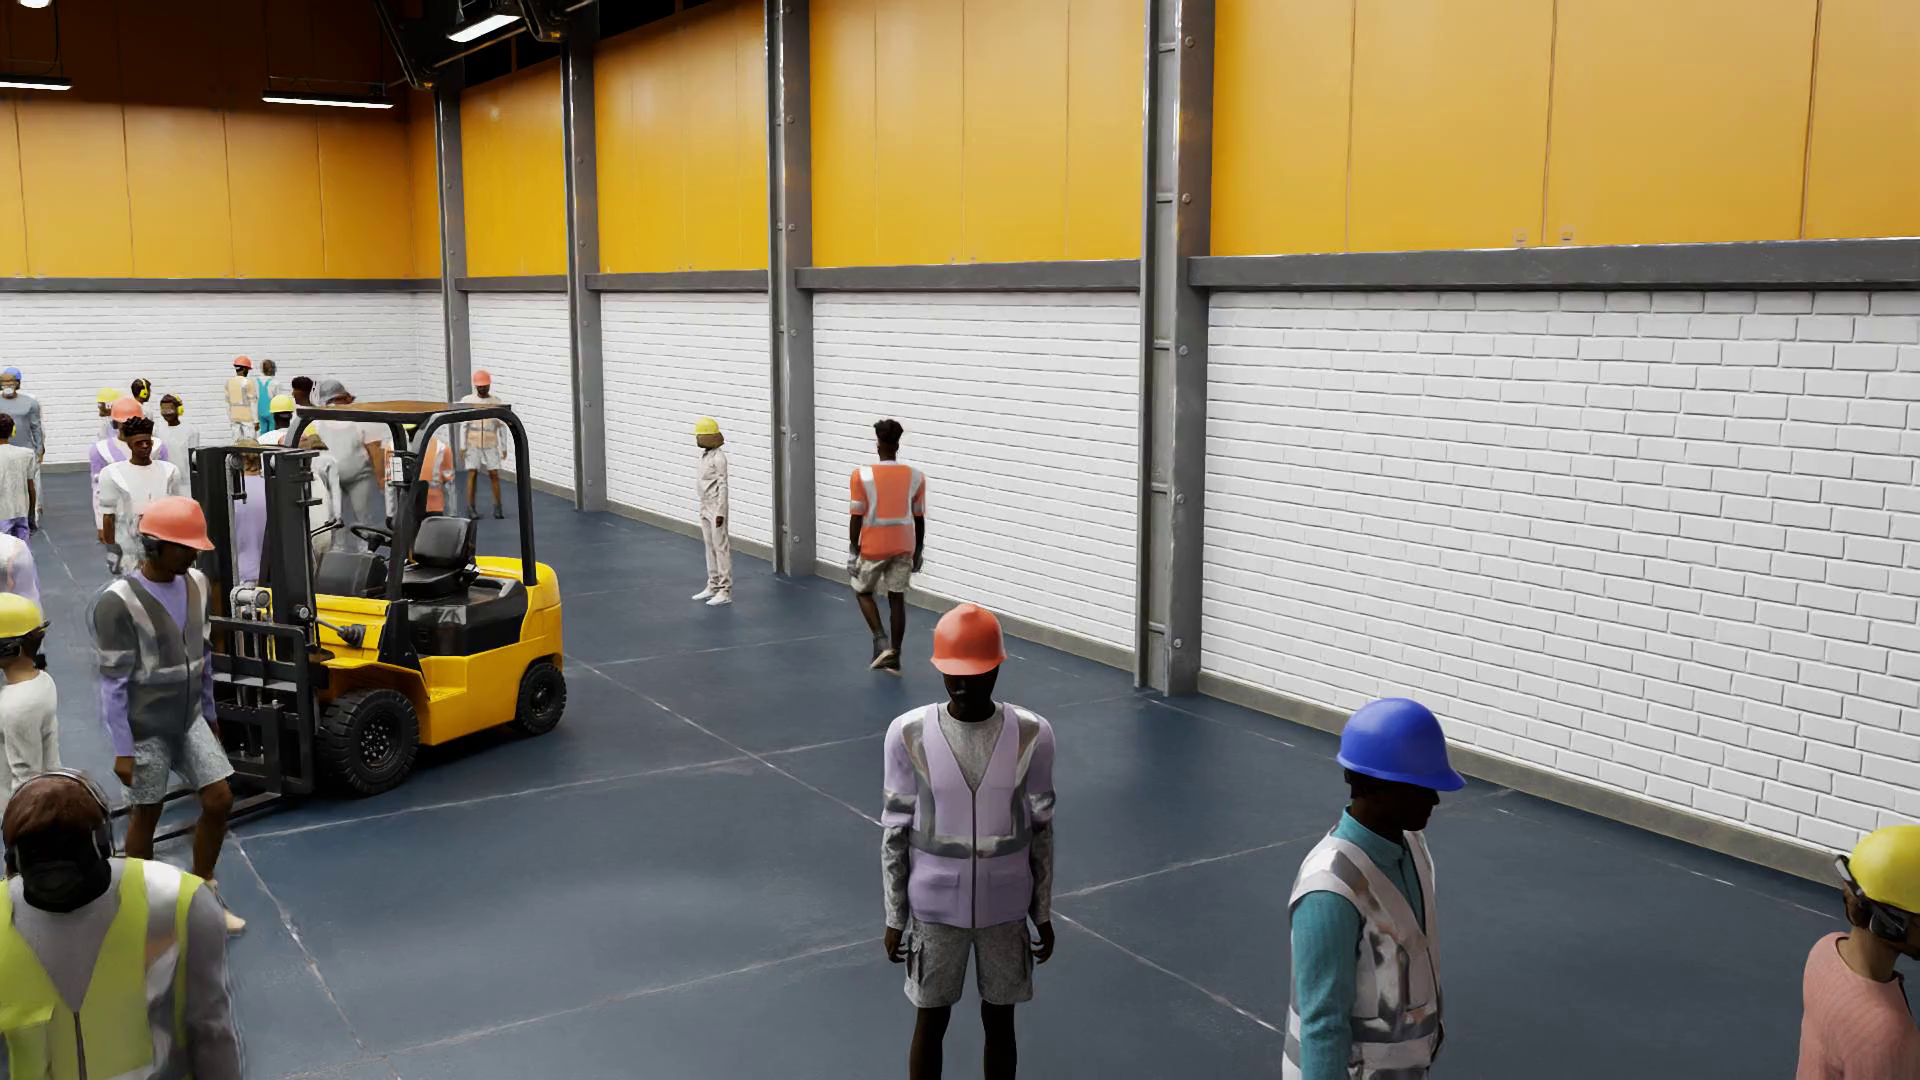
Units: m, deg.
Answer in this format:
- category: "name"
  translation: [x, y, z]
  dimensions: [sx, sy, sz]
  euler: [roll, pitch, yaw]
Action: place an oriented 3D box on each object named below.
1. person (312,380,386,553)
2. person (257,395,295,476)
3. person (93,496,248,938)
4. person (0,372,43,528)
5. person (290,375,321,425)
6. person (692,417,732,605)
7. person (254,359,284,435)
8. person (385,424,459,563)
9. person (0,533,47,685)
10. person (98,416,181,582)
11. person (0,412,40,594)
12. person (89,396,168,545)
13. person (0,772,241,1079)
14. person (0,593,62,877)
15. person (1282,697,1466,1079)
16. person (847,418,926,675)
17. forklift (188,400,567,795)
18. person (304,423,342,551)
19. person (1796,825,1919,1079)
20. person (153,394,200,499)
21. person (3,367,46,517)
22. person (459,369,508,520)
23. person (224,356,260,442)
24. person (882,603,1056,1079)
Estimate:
- category: "person"
  translation: [-6.357, -0.688, 17.239]
  dimensions: [0.794, 2.000, 0.714]
  euler: [0, 8, 0]
- category: "person"
  translation: [-6.375, -0.415, 15.780]
  dimensions: [0.382, 1.924, 0.594]
  euler: [7, 11, 38]
- category: "person"
  translation: [-3.434, 0.806, 7.275]
  dimensions: [0.687, 2.001, 0.662]
  euler: [3, 9, 19]
- category: "person"
  translation: [-11.529, -1.080, 20.277]
  dimensions: [0.634, 1.930, 0.384]
  euler: [-5, 10, -30]
- category: "person"
  translation: [-7.434, -0.885, 18.849]
  dimensions: [0.505, 1.951, 0.633]
  euler: [2, 9, 16]
- category: "person"
  translation: [-2.311, -0.271, 15.439]
  dimensions: [0.312, 1.741, 0.487]
  euler: [-5, 10, -29]
- category: "person"
  translation: [-10.934, -1.930, 26.360]
  dimensions: [0.546, 1.839, 0.343]
  euler: [2, 9, 11]
- category: "person"
  translation: [-4.854, -0.292, 15.035]
  dimensions: [0.662, 1.901, 0.535]
  euler: [-2, 9, -12]
- category: "person"
  translation: [-5.429, 0.594, 9.354]
  dimensions: [0.654, 1.812, 0.614]
  euler: [-1, 8, -6]
- category: "person"
  translation: [-6.156, 0.041, 12.577]
  dimensions: [0.367, 1.966, 0.604]
  euler: [7, 11, 41]
- category: "person"
  translation: [-8.223, -0.176, 14.363]
  dimensions: [0.328, 1.872, 0.512]
  euler: [4, 9, 26]
- category: "person"
  translation: [-6.910, -0.188, 13.928]
  dimensions: [0.611, 2.030, 0.410]
  euler: [-7, 11, -38]
- category: "person"
  translation: [-2.030, 1.399, 3.933]
  dimensions: [0.621, 1.823, 0.814]
  euler: [-4, 9, -24]
- category: "person"
  translation: [-3.529, 1.073, 6.292]
  dimensions: [0.315, 1.769, 0.525]
  euler: [-4, 9, -23]
- category: "person"
  translation: [0.988, 1.324, 4.044]
  dimensions: [0.411, 1.939, 0.601]
  euler: [5, 10, 31]
- category: "person"
  translation: [-0.563, 0.054, 12.536]
  dimensions: [0.641, 1.948, 0.421]
  euler: [-3, 9, -20]
- category: "forklift"
  translation: [-3.529, 0.258, 10.348]
  dimensions: [1.214, 2.155, 2.313]
  euler: [4, 9, 25]
- category: "person"
  translation: [-5.947, -0.233, 15.301]
  dimensions: [0.499, 1.695, 0.799]
  euler: [-3, 9, -19]
- category: "person"
  translation: [1.987, 1.470, 3.673]
  dimensions: [0.339, 1.756, 0.532]
  euler: [2, 9, 15]
- category: "person"
  translation: [-7.992, -0.563, 17.015]
  dimensions: [0.511, 1.862, 0.324]
  euler: [1, 8, 5]
- category: "person"
  translation: [-12.083, -1.246, 21.358]
  dimensions: [0.604, 1.939, 0.414]
  euler: [-6, 10, -34]
- category: "person"
  translation: [-6.075, -1.213, 21.166]
  dimensions: [0.604, 1.930, 0.424]
  euler: [-2, 9, -15]
- category: "person"
  translation: [-10.952, -1.851, 25.459]
  dimensions: [0.542, 1.928, 0.377]
  euler: [3, 9, 18]
- category: "person"
  translation: [0.033, 1.147, 5.218]
  dimensions: [0.551, 1.935, 0.375]
  euler: [-1, 8, -4]
